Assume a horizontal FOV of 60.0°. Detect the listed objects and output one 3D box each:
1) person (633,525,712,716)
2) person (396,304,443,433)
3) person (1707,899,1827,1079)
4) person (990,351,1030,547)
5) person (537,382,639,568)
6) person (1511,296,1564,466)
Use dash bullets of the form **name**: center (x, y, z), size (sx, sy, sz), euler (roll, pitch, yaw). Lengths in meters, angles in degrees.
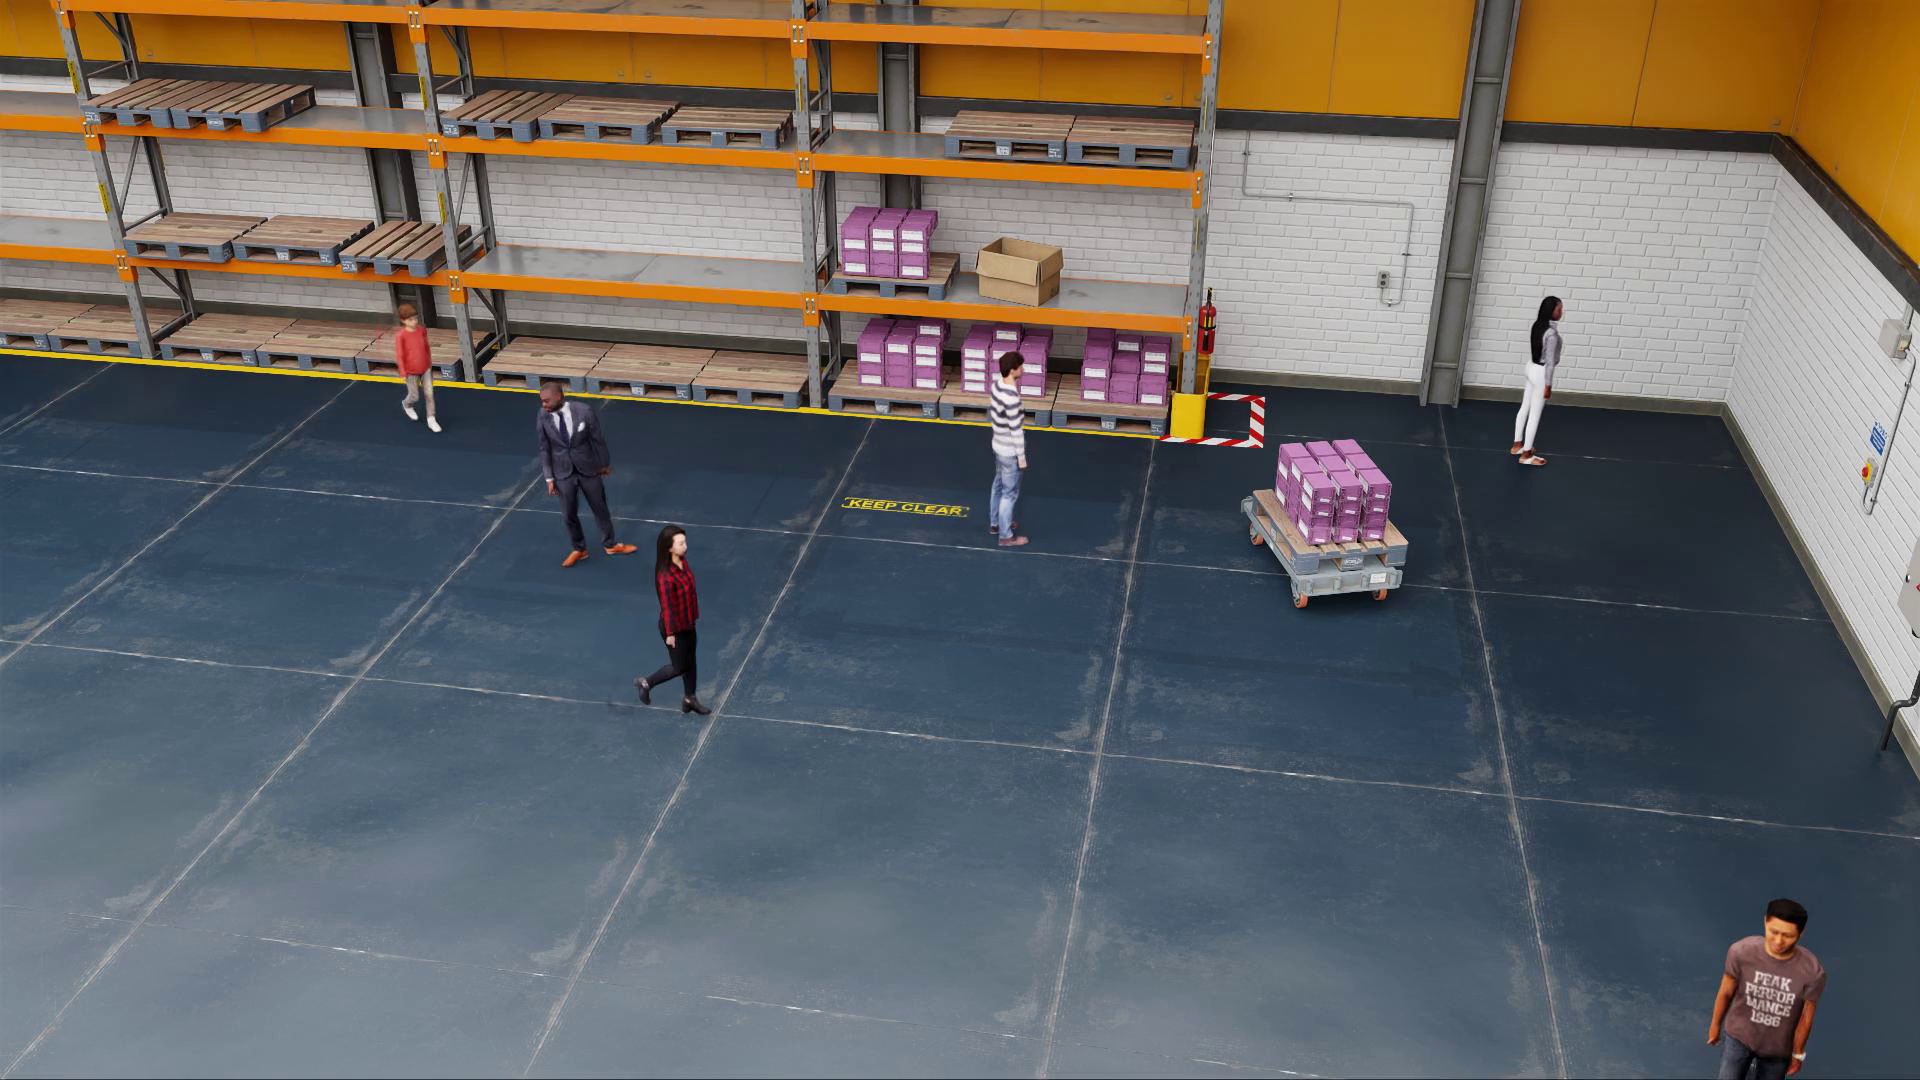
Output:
- **person**: center (-2.218, 0.633, 12.600), size (0.807, 1.642, 0.597), euler (3, 29, 6)
- **person**: center (-5.696, -1.812, 17.336), size (0.867, 1.398, 0.760), euler (25, 37, 38)
- **person**: center (4.278, 2.597, 8.878), size (0.952, 1.759, 0.885), euler (15, 32, 26)
- **person**: center (0.414, -0.834, 15.072), size (0.700, 1.850, 0.729), euler (-8, 30, -15)
- **person**: center (-3.344, -0.611, 14.722), size (0.732, 1.793, 1.028), euler (-10, 30, -18)
- **person**: center (5.788, -1.614, 16.636), size (0.578, 1.722, 0.629), euler (-1, 29, -1)
